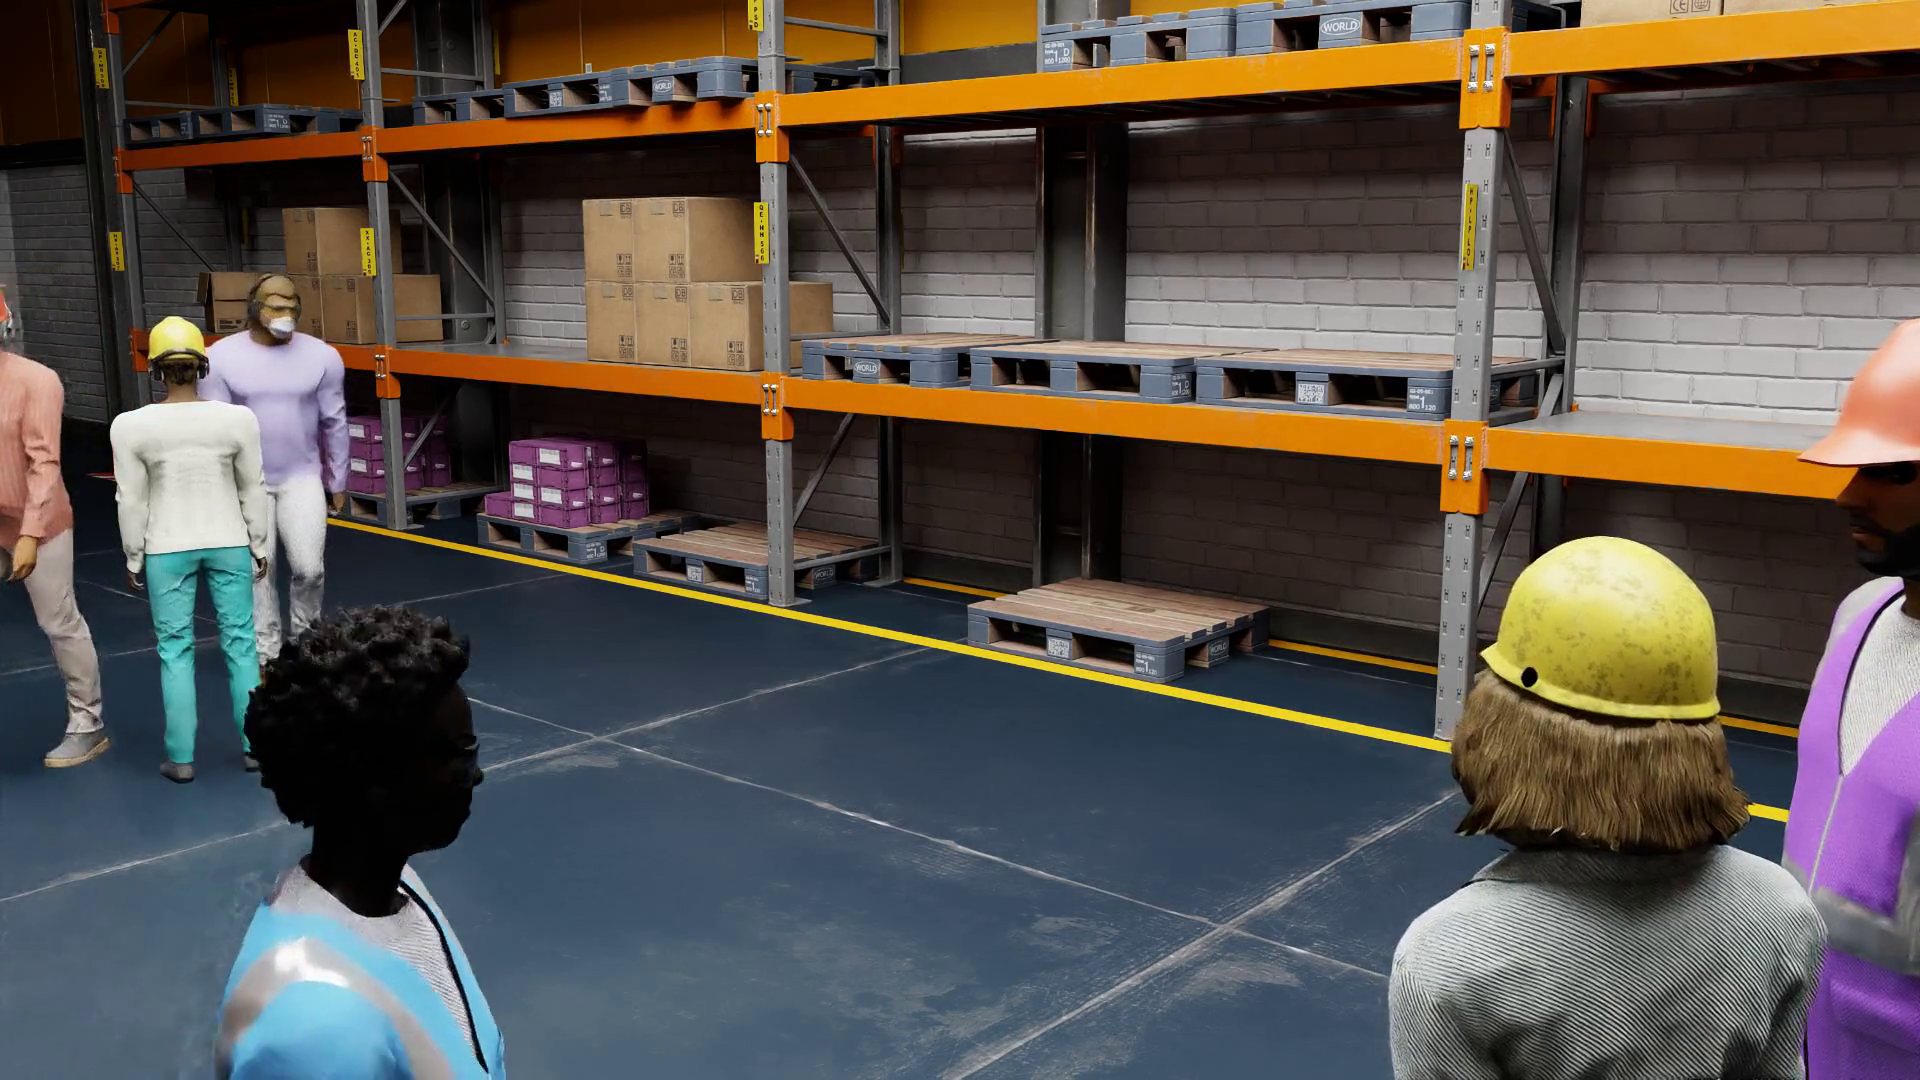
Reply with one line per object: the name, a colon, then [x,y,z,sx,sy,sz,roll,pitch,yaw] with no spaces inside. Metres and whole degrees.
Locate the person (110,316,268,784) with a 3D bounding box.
person: [-2.904,0.041,6.325,0.525,1.770,0.306,-6,12,-31]

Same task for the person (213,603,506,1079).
person: [-0.718,0.887,1.796,0.838,1.667,0.530,-1,10,-8]

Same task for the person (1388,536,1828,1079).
person: [0.627,0.858,1.738,0.485,1.744,0.302,-3,10,-18]

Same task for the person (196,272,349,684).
person: [-3.104,-0.246,7.541,0.652,1.912,0.473,-4,11,-22]

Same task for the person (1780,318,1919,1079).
person: [1.212,0.687,2.161,0.364,1.939,0.542,-1,10,-4]

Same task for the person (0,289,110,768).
person: [-3.610,-0.020,6.192,0.607,1.929,0.970,1,10,8]
